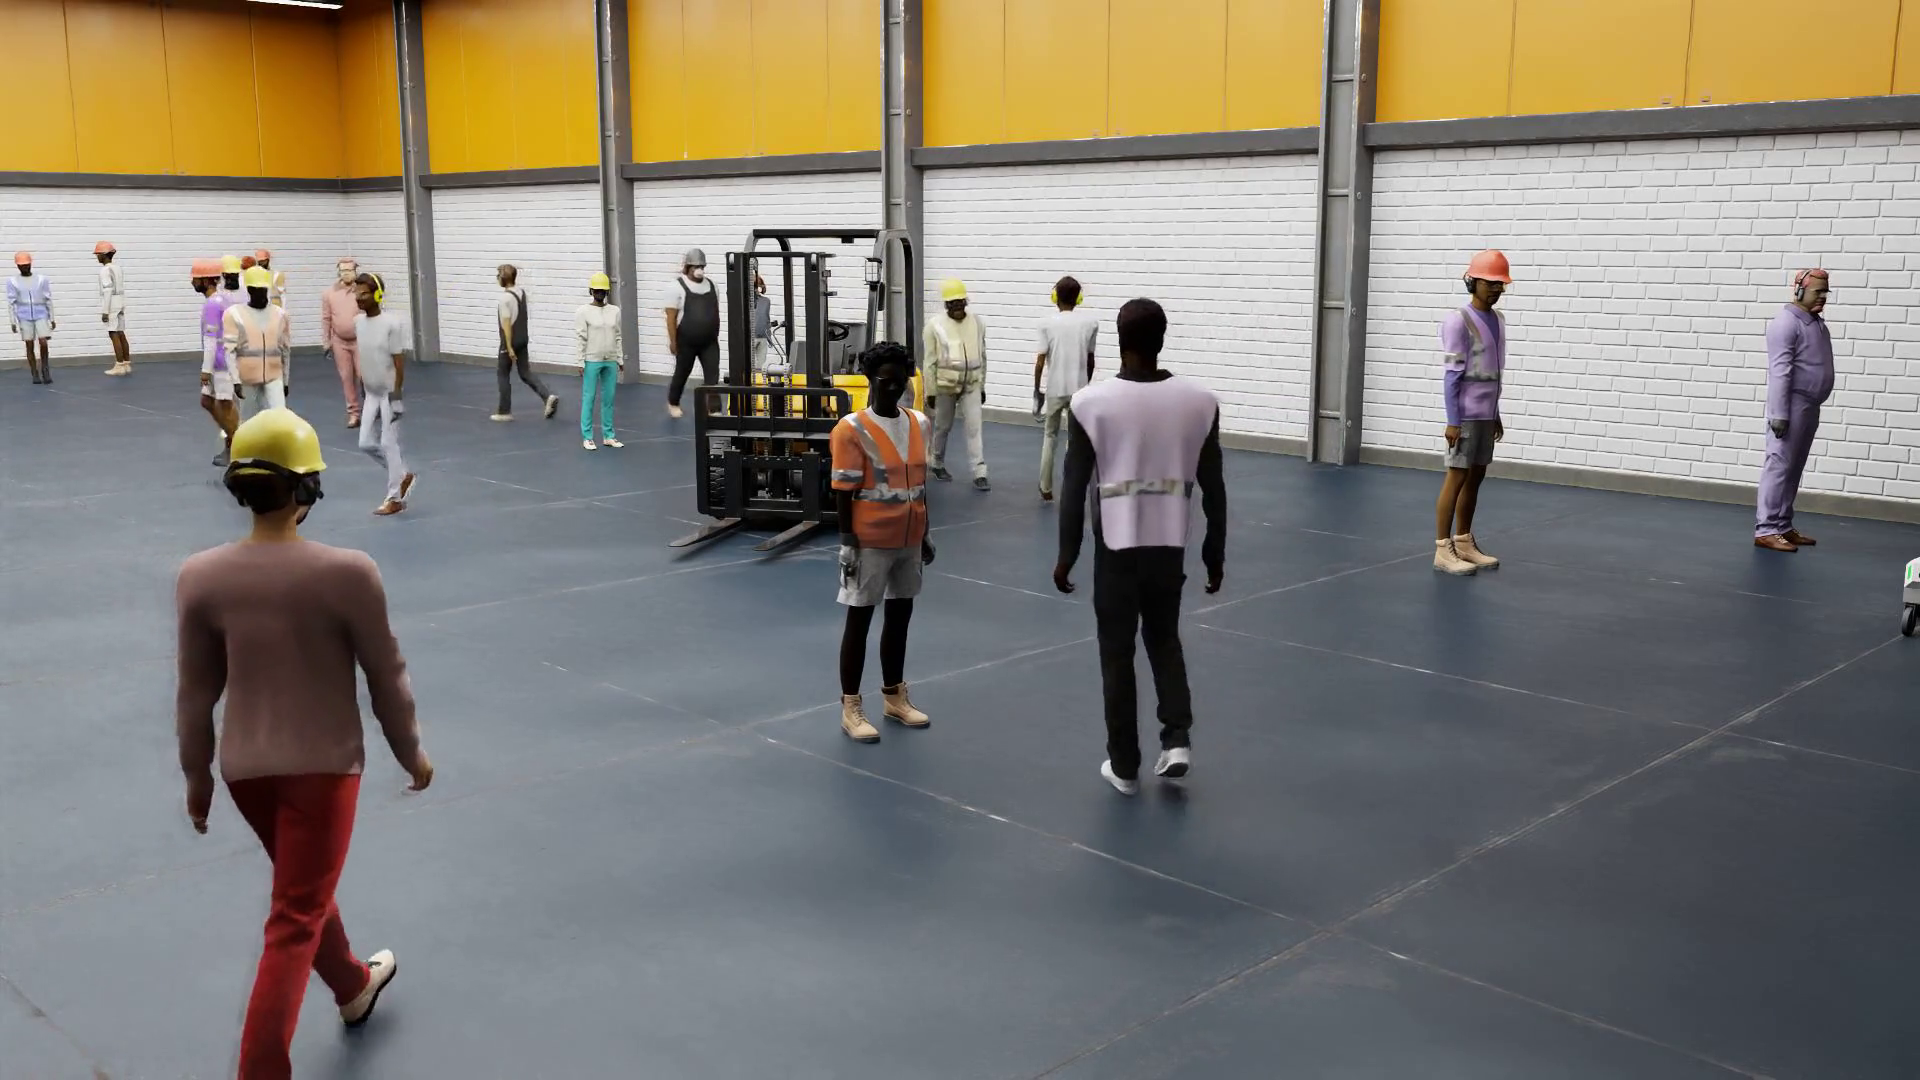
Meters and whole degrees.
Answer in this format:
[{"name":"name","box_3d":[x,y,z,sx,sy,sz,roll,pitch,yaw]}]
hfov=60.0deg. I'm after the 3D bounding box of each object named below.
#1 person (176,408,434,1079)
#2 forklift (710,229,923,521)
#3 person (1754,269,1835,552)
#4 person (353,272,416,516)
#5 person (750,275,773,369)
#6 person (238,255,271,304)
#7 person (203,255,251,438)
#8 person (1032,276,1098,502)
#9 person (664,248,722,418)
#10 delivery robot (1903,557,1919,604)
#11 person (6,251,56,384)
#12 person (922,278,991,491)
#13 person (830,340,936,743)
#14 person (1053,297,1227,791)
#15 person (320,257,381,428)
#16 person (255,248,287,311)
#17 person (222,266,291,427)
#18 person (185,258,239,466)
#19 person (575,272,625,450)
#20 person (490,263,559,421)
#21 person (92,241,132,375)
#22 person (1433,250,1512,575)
[{"name":"person","box_3d":[-1.615,0.539,4.097,0.528,1.718,0.923,2,11,13]},{"name":"forklift","box_3d":[-1.050,-1.319,12.920,1.214,2.155,2.313,2,11,13]},{"name":"person","box_3d":[5.711,-0.881,11.321,0.651,1.904,0.401,-10,14,-44]},{"name":"person","box_3d":[-4.403,-1.118,12.744,0.505,1.859,0.452,5,12,26]},{"name":"person","box_3d":[-2.594,-2.550,21.159,0.507,1.632,0.268,-10,14,-44]},{"name":"person","box_3d":[-10.124,-3.122,23.705,0.609,1.858,0.919,-4,11,-23]},{"name":"person","box_3d":[-7.658,-2.043,17.594,0.594,1.924,0.383,-10,14,-44]},{"name":"person","box_3d":[0.798,-1.112,12.827,0.512,1.808,1.003,0,10,-2]},{"name":"person","box_3d":[-3.092,-2.399,19.224,0.690,2.000,0.976,-7,13,-35]},{"name":"delivery robot","box_3d":[5.366,0.182,8.948,0.707,0.478,0.477,-10,14,-44]},{"name":"person","box_3d":[-13.292,-3.173,23.818,0.579,1.907,0.653,-6,12,-28]},{"name":"person","box_3d":[-0.035,-1.335,14.156,0.595,1.780,0.930,-4,11,-22]},{"name":"person","box_3d":[-0.318,-0.001,7.077,0.540,1.698,0.318,-10,14,-44]},{"name":"person","box_3d":[0.698,0.032,6.363,0.636,1.899,0.431,-3,11,-14]},{"name":"person","box_3d":[-6.741,-2.180,18.437,0.657,1.890,0.433,-1,10,-5]},{"name":"person","box_3d":[-10.961,-3.650,26.357,0.561,1.923,0.440,-1,10,-5]},{"name":"person","box_3d":[-6.055,-1.429,14.407,0.591,1.869,1.053,-9,13,-39]},{"name":"person","box_3d":[-6.849,-1.631,15.346,0.464,1.923,0.547,-4,11,-21]},{"name":"person","box_3d":[-3.582,-1.782,16.618,0.532,1.765,0.323,-10,14,-44]},{"name":"person","box_3d":[-5.031,-2.247,19.011,0.804,1.825,0.509,5,11,24]},{"name":"person","box_3d":[-12.982,-3.535,25.412,0.392,2.041,0.615,-1,10,-5]},{"name":"person","box_3d":[3.275,-0.802,10.516,0.614,2.039,0.387,-10,14,-44]}]
